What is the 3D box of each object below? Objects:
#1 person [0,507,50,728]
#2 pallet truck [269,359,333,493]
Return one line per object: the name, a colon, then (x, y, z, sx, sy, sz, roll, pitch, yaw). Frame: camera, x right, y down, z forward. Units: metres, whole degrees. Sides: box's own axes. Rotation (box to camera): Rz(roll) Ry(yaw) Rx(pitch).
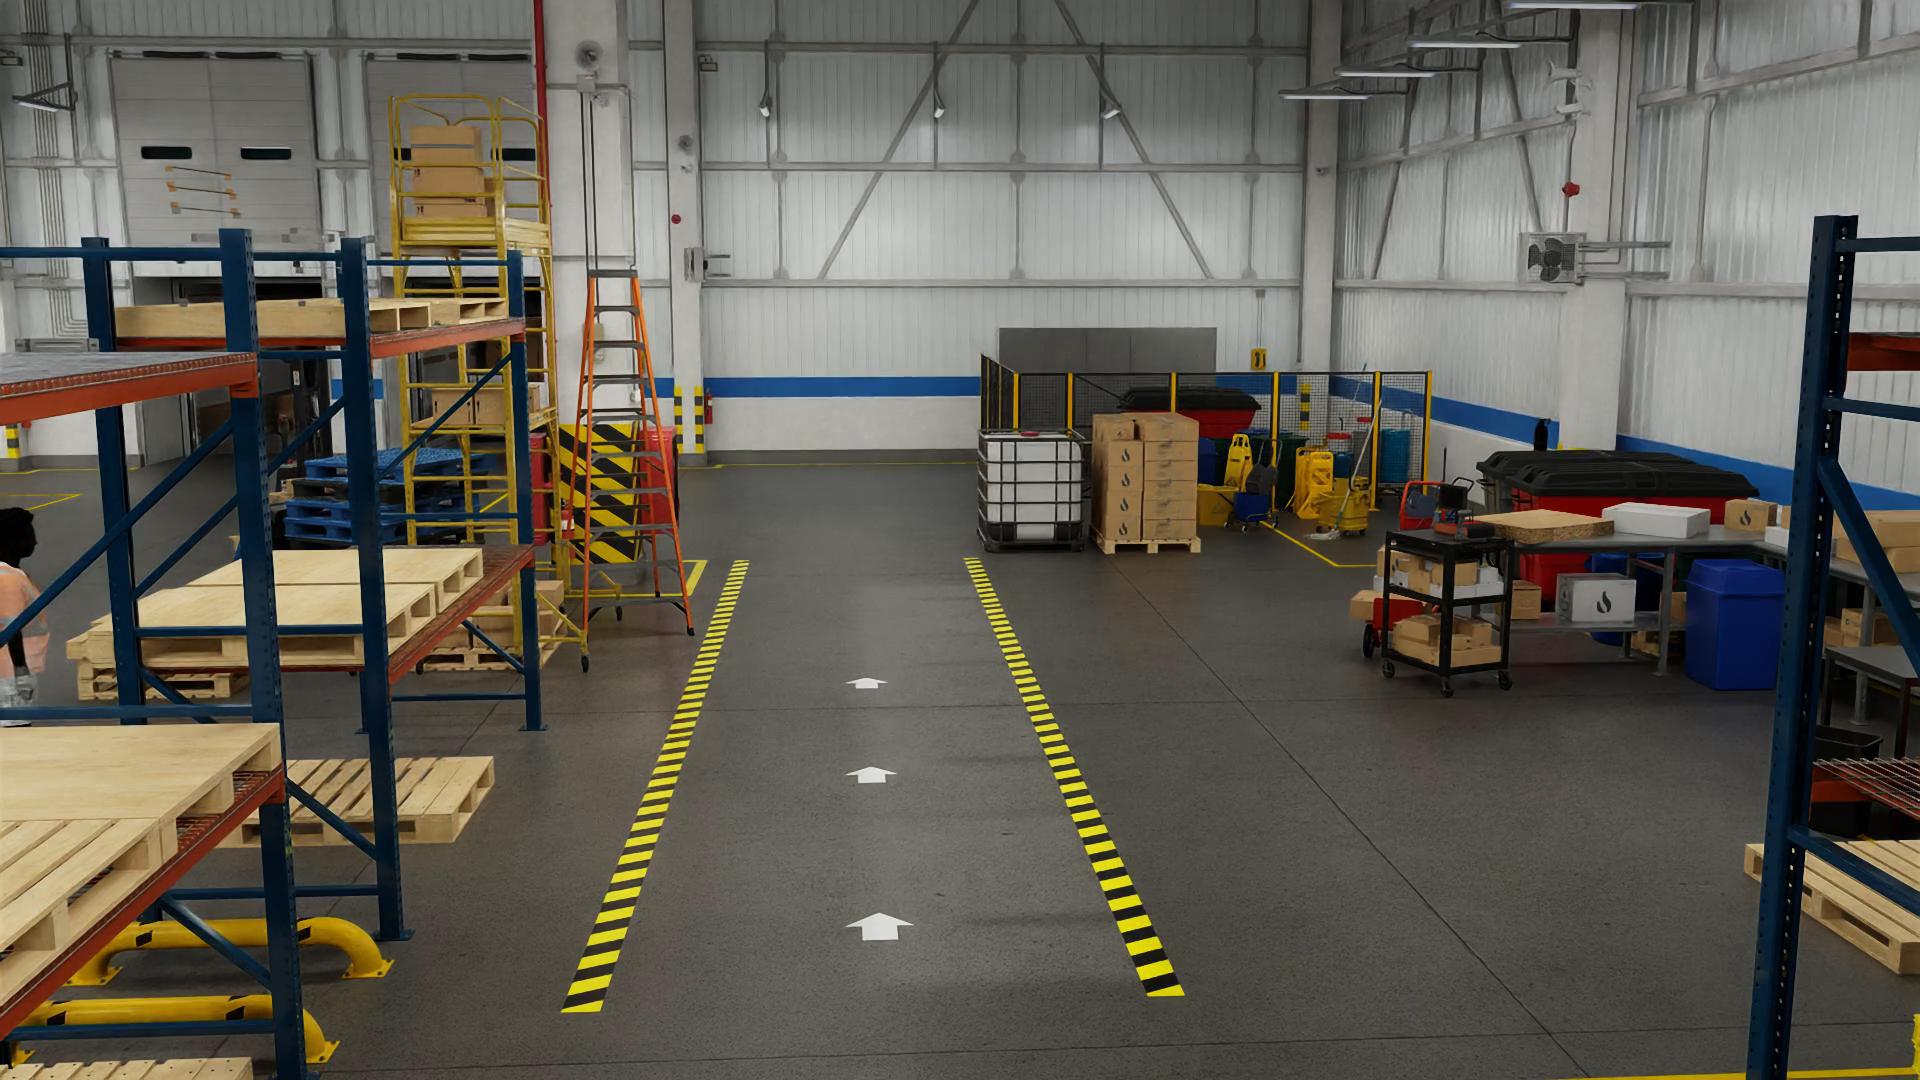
person: (-4.916, 0.668, 8.669, 0.322, 1.689, 0.530, -5, 10, -27)
pallet truck: (-7.062, -1.131, 18.996, 1.885, 1.965, 0.823, 2, 9, 13)
